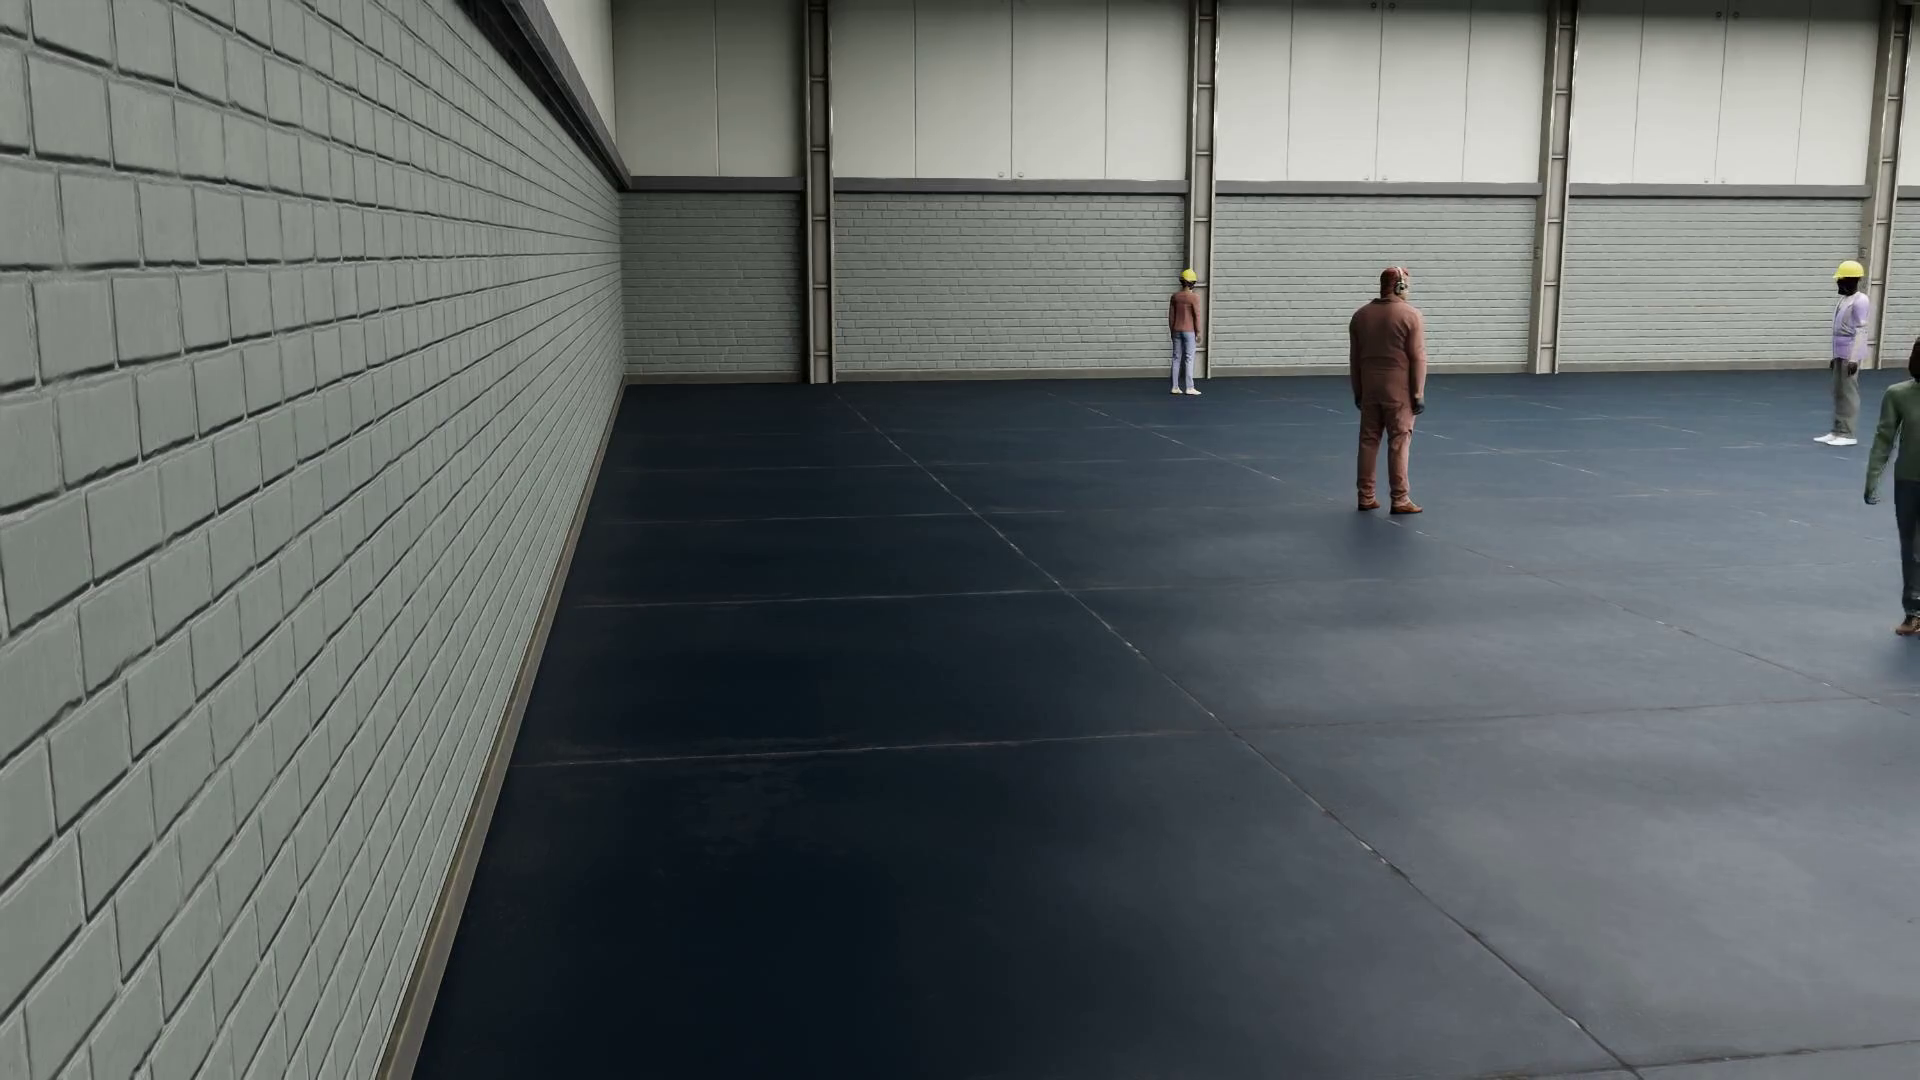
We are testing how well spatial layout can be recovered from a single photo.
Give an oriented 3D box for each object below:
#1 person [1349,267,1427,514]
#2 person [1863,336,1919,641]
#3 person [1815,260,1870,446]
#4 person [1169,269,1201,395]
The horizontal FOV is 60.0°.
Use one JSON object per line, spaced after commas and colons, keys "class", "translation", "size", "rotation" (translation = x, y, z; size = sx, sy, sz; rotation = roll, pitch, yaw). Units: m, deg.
{"class": "person", "translation": [3.331, -1.151, 12.877], "size": [0.404, 1.903, 0.636], "rotation": [-9, 13, -43]}
{"class": "person", "translation": [4.996, -0.278, 8.648], "size": [0.538, 1.614, 0.539], "rotation": [-9, 13, -42]}
{"class": "person", "translation": [9.242, -1.944, 17.368], "size": [0.386, 1.925, 0.592], "rotation": [2, 10, 10]}
{"class": "person", "translation": [3.199, -2.932, 23.516], "size": [0.328, 1.767, 0.532], "rotation": [-10, 14, -44]}
